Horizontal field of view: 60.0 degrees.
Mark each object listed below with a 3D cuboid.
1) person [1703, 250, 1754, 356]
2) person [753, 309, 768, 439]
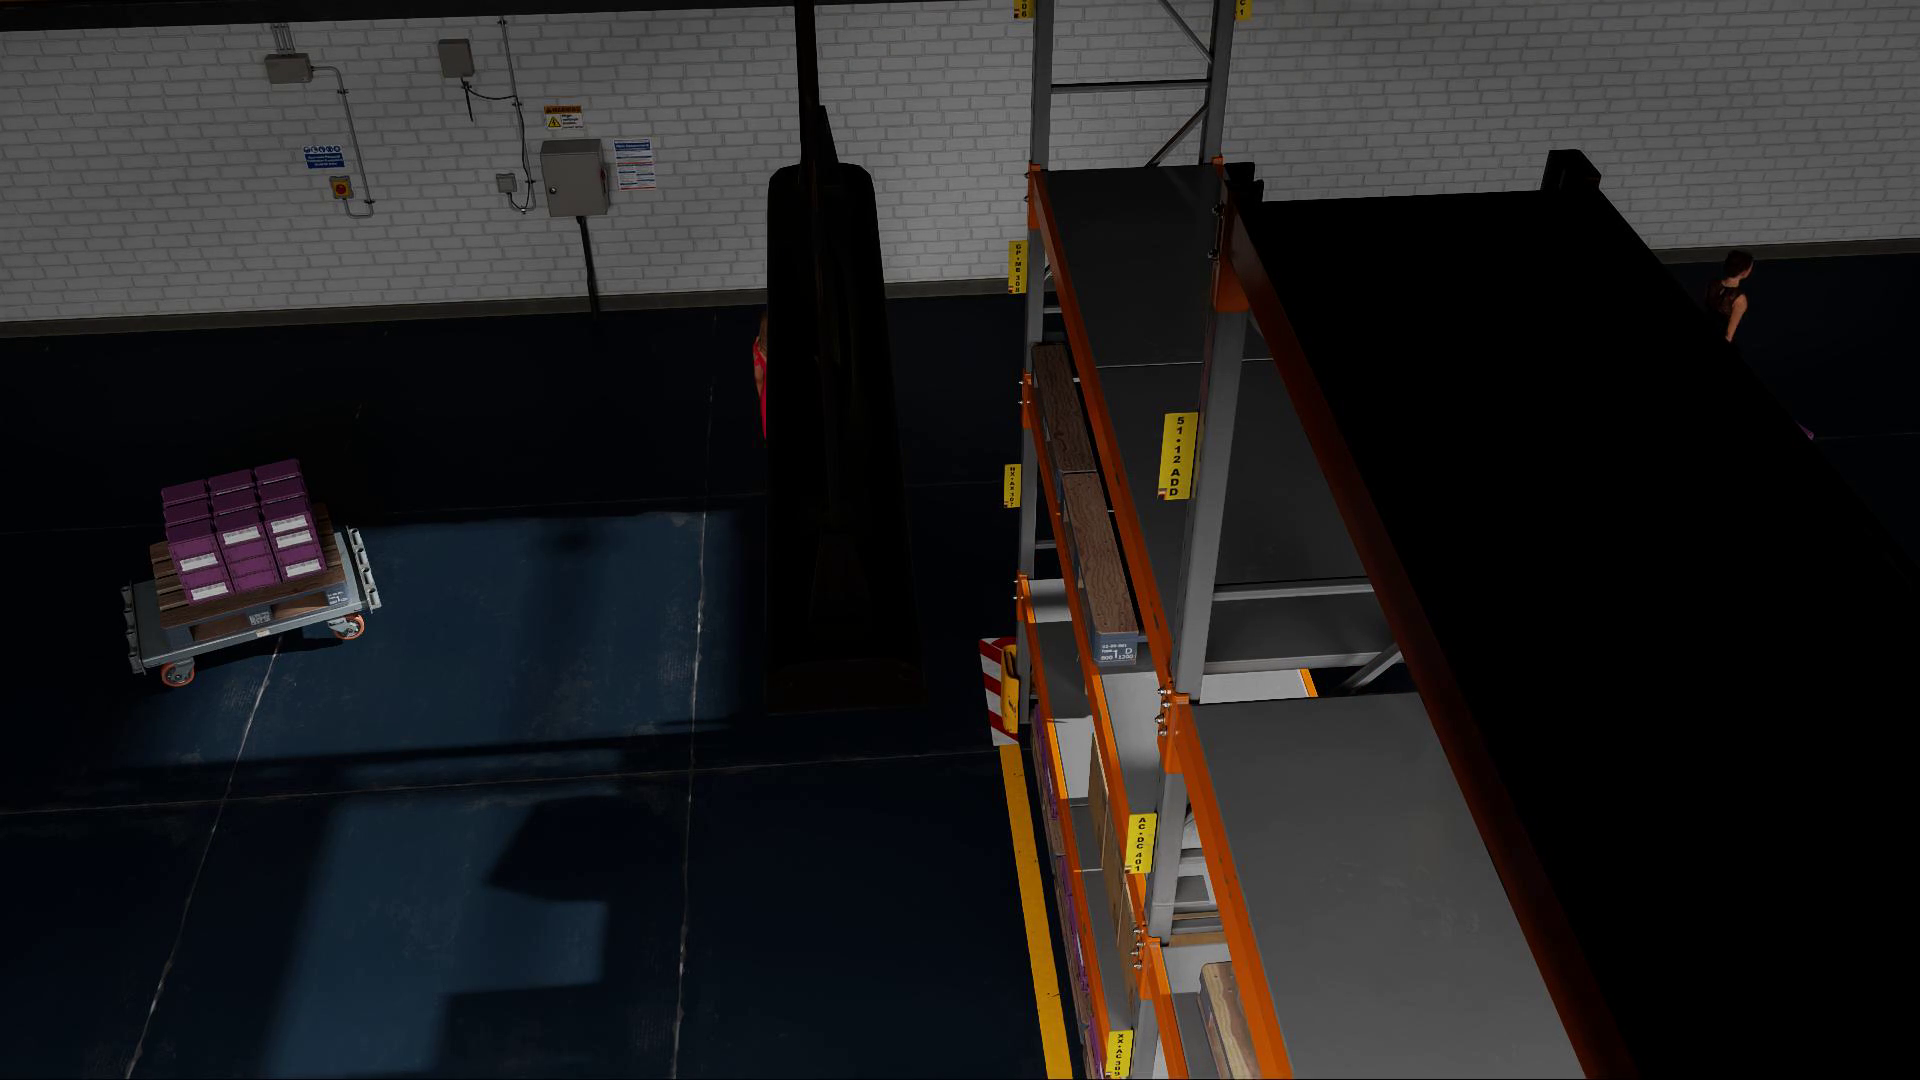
[{"bbox_3d":[6.025,-1.580,13.498,0.754,1.661,0.713,-19,42,-22],"label":"person"},{"bbox_3d":[-1.374,-1.033,12.760,0.659,1.727,0.676,14,41,17],"label":"person"}]
